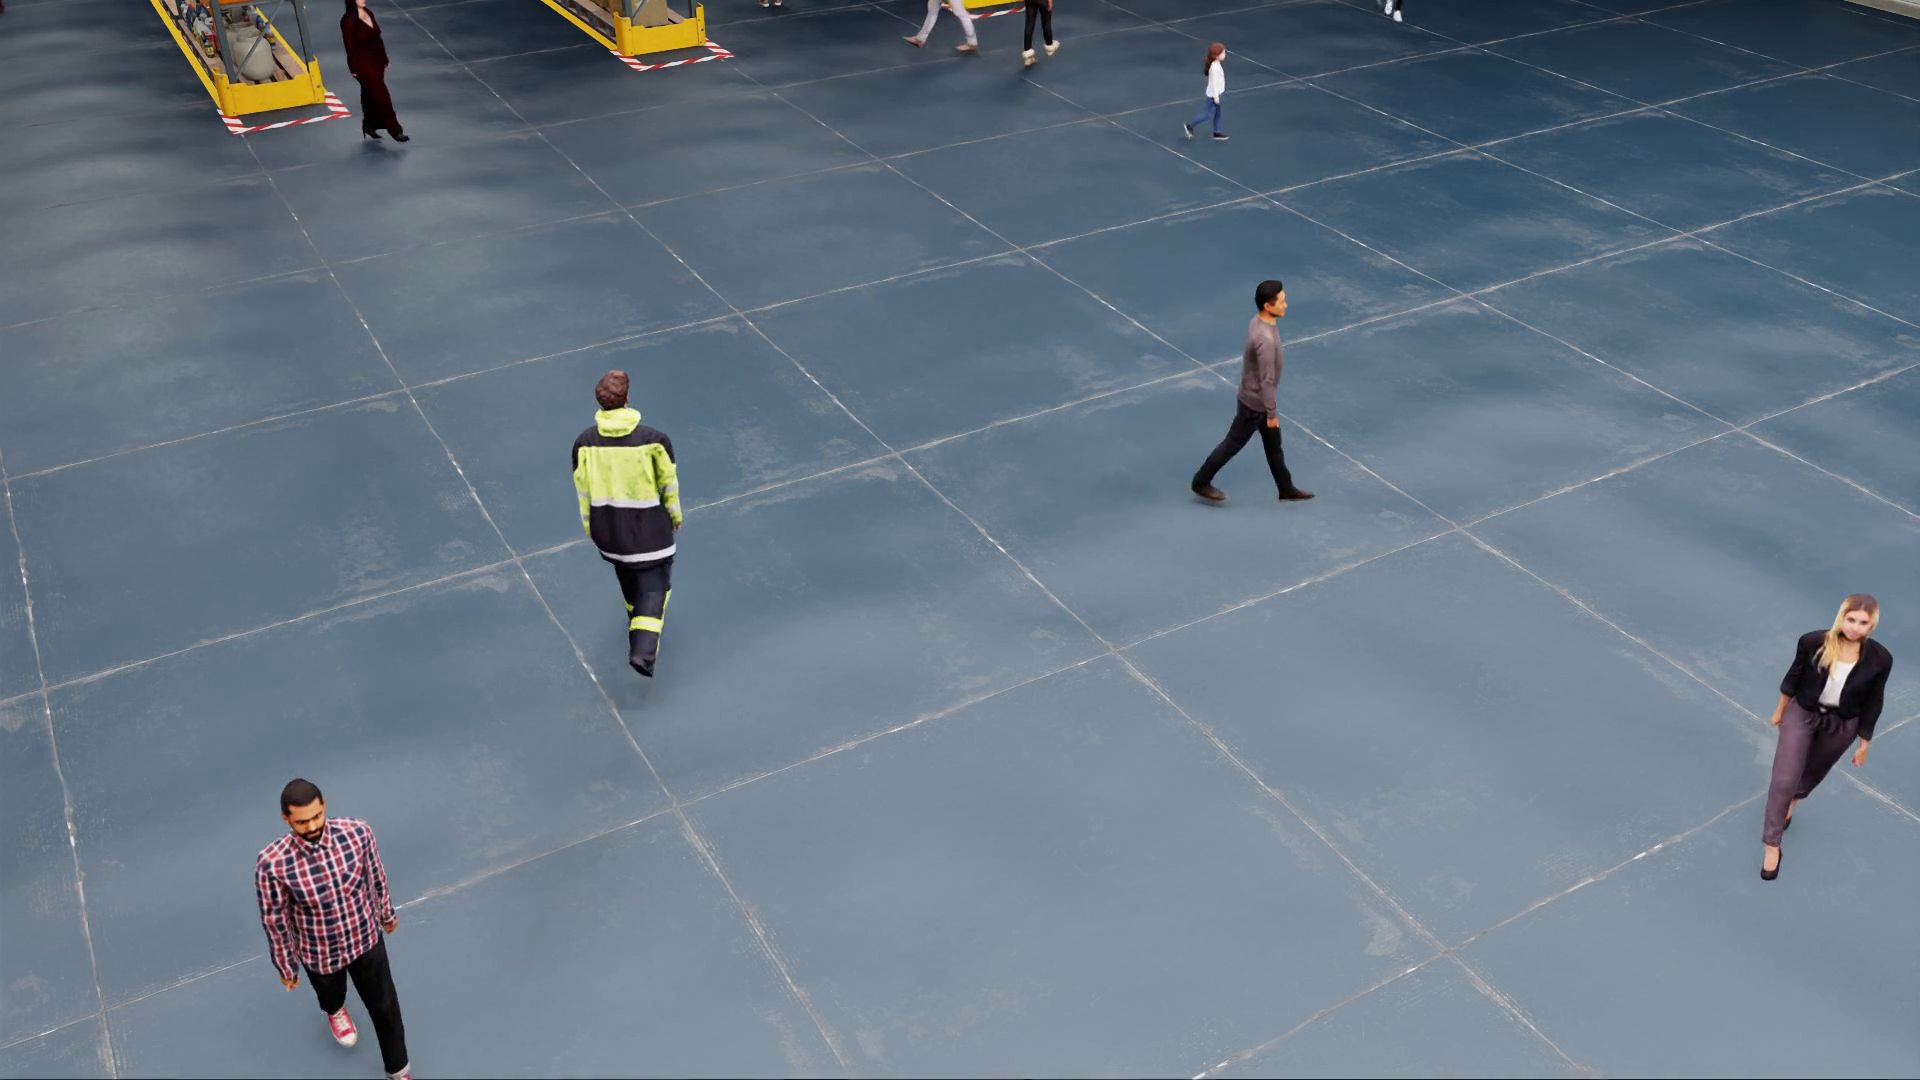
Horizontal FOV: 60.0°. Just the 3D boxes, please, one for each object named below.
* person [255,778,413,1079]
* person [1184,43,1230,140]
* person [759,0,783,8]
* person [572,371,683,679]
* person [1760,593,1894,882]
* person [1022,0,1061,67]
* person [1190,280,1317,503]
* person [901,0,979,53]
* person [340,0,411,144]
[{"bbox_3d":[-2.803,1.731,7.432,0.730,1.749,1.114,-19,37,-27],"label":"person"},{"bbox_3d":[2.820,-5.069,18.819,0.783,1.100,0.694,11,34,16],"label":"person"},{"bbox_3d":[-2.761,-8.482,23.712,0.626,1.654,0.589,-10,34,-16],"label":"person"},{"bbox_3d":[-1.995,-0.064,10.086,1.153,1.954,1.308,1,32,2],"label":"person"},{"bbox_3d":[4.540,0.954,8.774,1.060,1.633,1.033,14,35,22],"label":"person"},{"bbox_3d":[0.953,-6.860,21.162,1.058,1.630,1.048,13,35,20],"label":"person"},{"bbox_3d":[2.011,-0.998,11.784,1.204,1.723,1.171,-24,39,-32],"label":"person"},{"bbox_3d":[-0.065,-7.189,21.499,1.086,1.828,1.268,-2,32,-4],"label":"person"},{"bbox_3d":[-6.712,-5.297,18.589,1.028,1.732,0.982,6,33,9],"label":"person"}]
